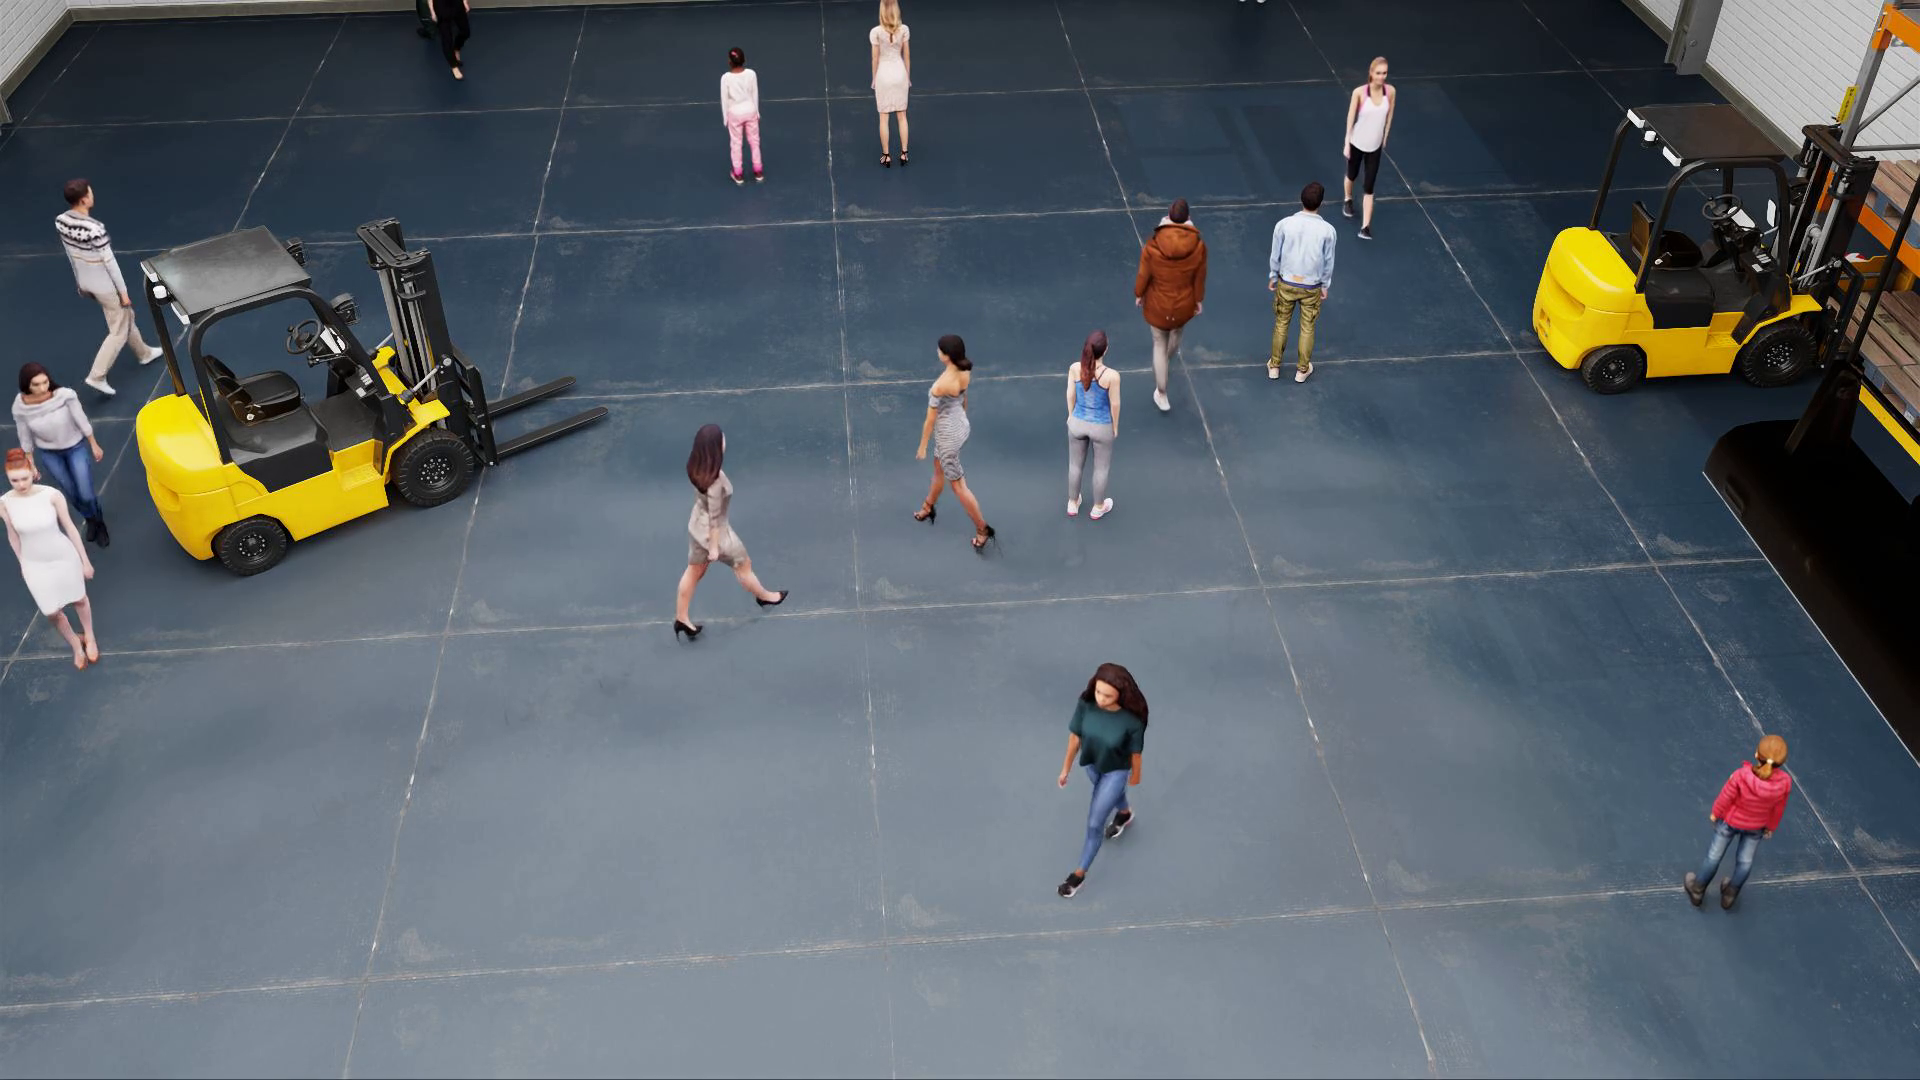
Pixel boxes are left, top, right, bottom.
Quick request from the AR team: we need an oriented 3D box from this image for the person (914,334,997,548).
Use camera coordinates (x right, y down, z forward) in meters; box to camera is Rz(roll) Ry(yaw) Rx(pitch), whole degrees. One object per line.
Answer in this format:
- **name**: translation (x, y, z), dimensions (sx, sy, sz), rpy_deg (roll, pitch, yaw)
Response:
- **person**: translation (0.005, -0.683, 12.184), dimensions (0.982, 1.785, 1.006), rpy_deg (18, 42, 21)

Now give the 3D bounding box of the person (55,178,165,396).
- **person**: translation (-7.241, -2.094, 13.909), dimensions (1.104, 1.837, 1.250), rpy_deg (21, 43, 24)

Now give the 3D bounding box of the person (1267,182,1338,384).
- **person**: translation (2.865, -2.167, 14.021), dimensions (0.753, 1.811, 0.708), rpy_deg (10, 40, 13)

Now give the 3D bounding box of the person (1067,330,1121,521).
- **person**: translation (0.994, -0.871, 12.560), dimensions (0.645, 1.609, 0.661), rpy_deg (14, 41, 17)

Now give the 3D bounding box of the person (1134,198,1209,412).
- **person**: translation (1.738, -1.896, 13.700), dimensions (0.707, 1.789, 1.066), rpy_deg (-3, 39, -4)

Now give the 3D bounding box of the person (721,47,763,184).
- **person**: translation (-2.237, -4.392, 17.100), dimensions (0.574, 1.445, 0.548), rpy_deg (-11, 40, -13)

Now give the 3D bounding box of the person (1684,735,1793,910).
- **person**: translation (4.550, 1.644, 9.647), dimensions (0.570, 1.314, 0.576), rpy_deg (7, 39, 9)

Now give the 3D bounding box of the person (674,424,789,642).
- **person**: translation (-1.777, 0.010, 11.392), dimensions (1.015, 1.690, 1.111), rpy_deg (-24, 44, -27)

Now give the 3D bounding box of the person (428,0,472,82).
- **person**: translation (-5.907, -6.122, 19.102), dimensions (0.802, 1.650, 0.865), rpy_deg (-25, 45, -28)

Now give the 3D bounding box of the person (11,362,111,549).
- **person**: translation (-6.622, -0.683, 12.326), dimensions (0.703, 1.608, 0.670), rpy_deg (-10, 40, -12)

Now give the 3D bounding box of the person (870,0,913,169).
- **person**: translation (-0.716, -4.749, 17.239), dimensions (0.606, 1.829, 0.545), rpy_deg (-9, 39, -11)

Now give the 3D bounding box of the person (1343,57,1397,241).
- **person**: translation (3.915, -3.872, 16.221), dimensions (0.681, 1.731, 1.170), rpy_deg (0, 39, -1)

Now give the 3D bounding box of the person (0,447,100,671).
- **person**: translation (-6.092, 0.101, 11.201), dimensions (0.669, 1.786, 0.652), rpy_deg (-12, 40, -15)

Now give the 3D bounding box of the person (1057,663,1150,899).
- **person**: translation (0.907, 1.296, 9.879), dimensions (1.058, 1.568, 1.140), rpy_deg (26, 45, 29)
